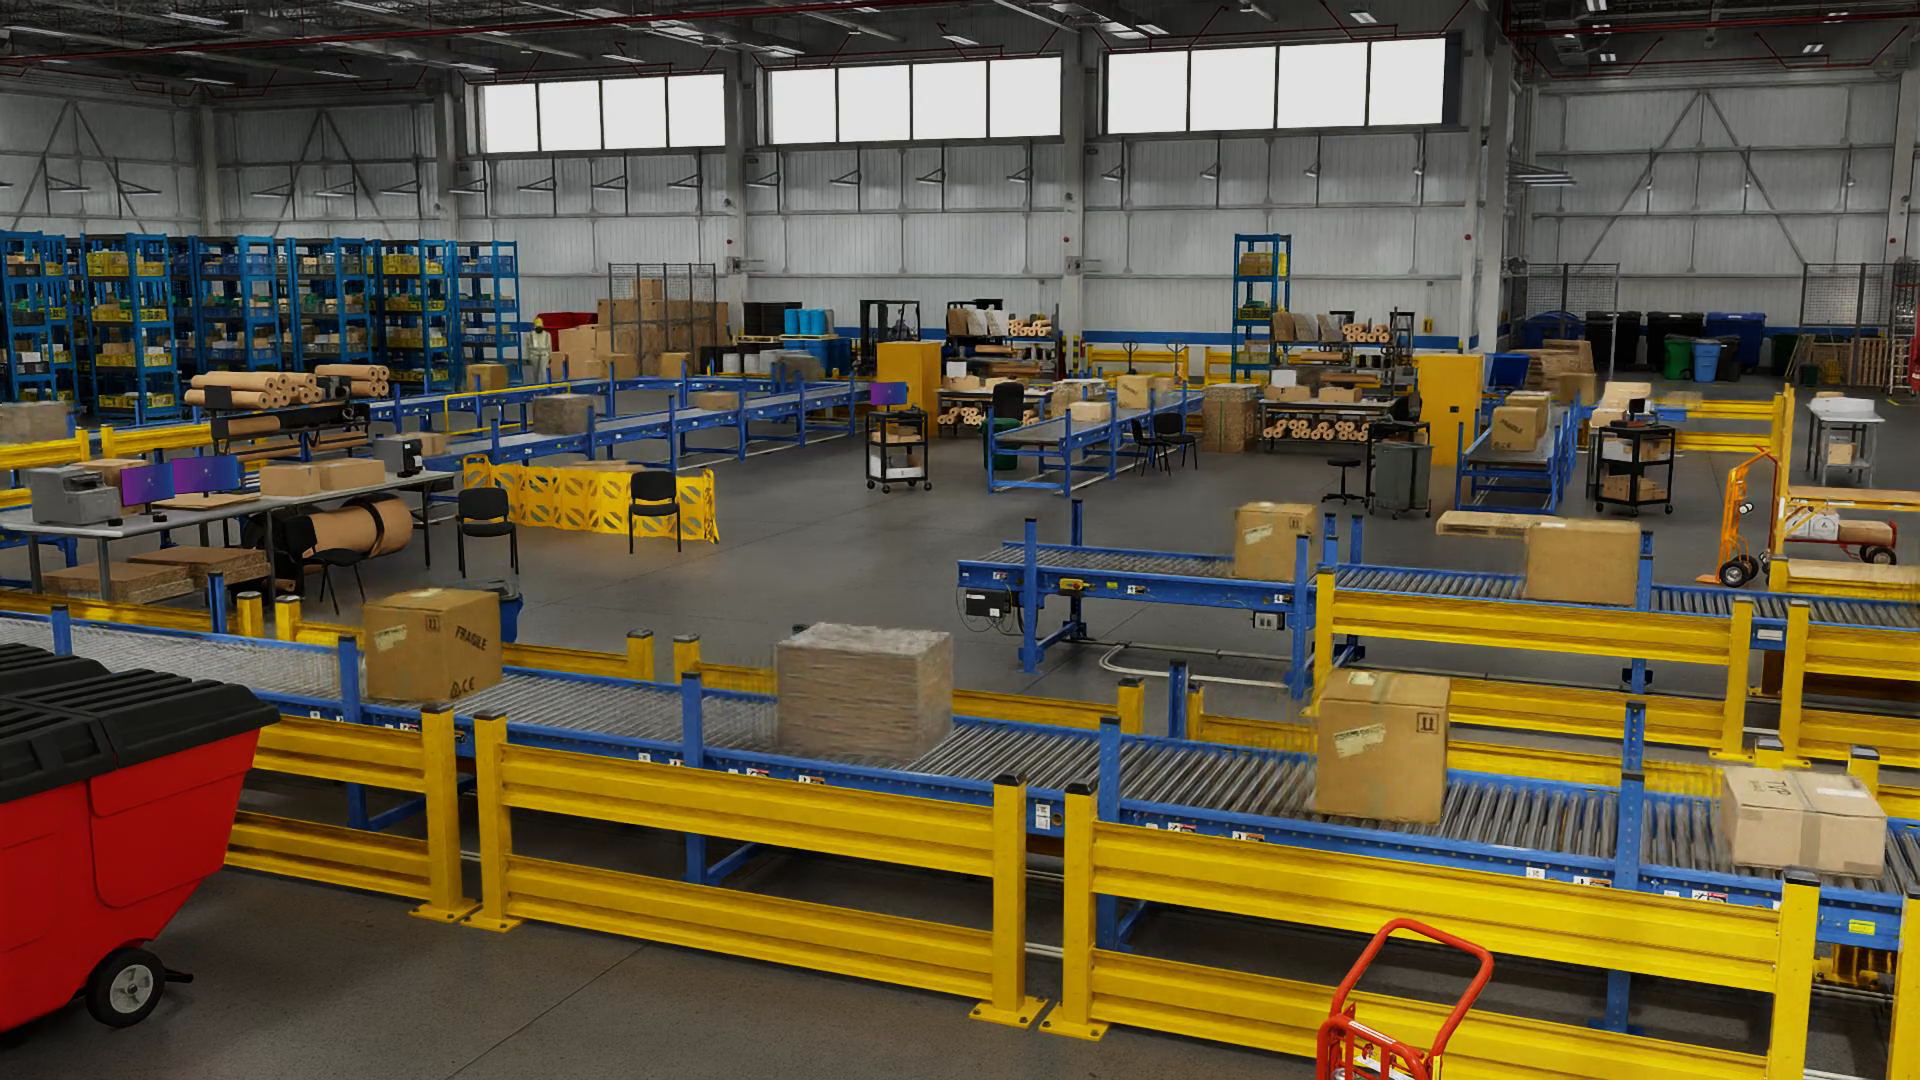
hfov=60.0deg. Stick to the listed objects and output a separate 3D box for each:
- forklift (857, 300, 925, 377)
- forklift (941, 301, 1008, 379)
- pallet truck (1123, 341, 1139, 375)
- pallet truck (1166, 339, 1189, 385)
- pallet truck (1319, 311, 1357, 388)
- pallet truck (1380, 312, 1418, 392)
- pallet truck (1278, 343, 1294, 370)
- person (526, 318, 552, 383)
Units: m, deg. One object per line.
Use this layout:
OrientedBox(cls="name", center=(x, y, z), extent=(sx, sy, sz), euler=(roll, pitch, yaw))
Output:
OrientedBox(cls="forklift", center=(-1.732, -5.109, 42.468), extent=(1.157, 1.987, 2.680), euler=(4, 10, 22))
OrientedBox(cls="forklift", center=(0.365, -4.966, 41.571), extent=(1.157, 1.987, 2.680), euler=(3, 10, 20))
OrientedBox(cls="pallet truck", center=(4.445, -4.380, 41.279), extent=(0.680, 1.201, 1.601), euler=(4, 10, 22))
OrientedBox(cls="pallet truck", center=(5.418, -4.269, 40.420), extent=(0.704, 1.261, 1.522), euler=(3, 10, 20))
OrientedBox(cls="pallet truck", center=(9.071, -4.419, 39.190), extent=(0.823, 1.965, 1.885), euler=(5, 10, 26))
OrientedBox(cls="pallet truck", center=(10.207, -4.283, 38.369), extent=(0.823, 1.965, 1.885), euler=(3, 10, 20))
OrientedBox(cls="pallet truck", center=(7.886, -4.163, 39.743), extent=(0.653, 1.274, 1.630), euler=(4, 10, 22))
OrientedBox(cls="person", center=(-10.013, -4.389, 39.605), extent=(0.595, 1.809, 0.822), euler=(-2, 10, -13))
